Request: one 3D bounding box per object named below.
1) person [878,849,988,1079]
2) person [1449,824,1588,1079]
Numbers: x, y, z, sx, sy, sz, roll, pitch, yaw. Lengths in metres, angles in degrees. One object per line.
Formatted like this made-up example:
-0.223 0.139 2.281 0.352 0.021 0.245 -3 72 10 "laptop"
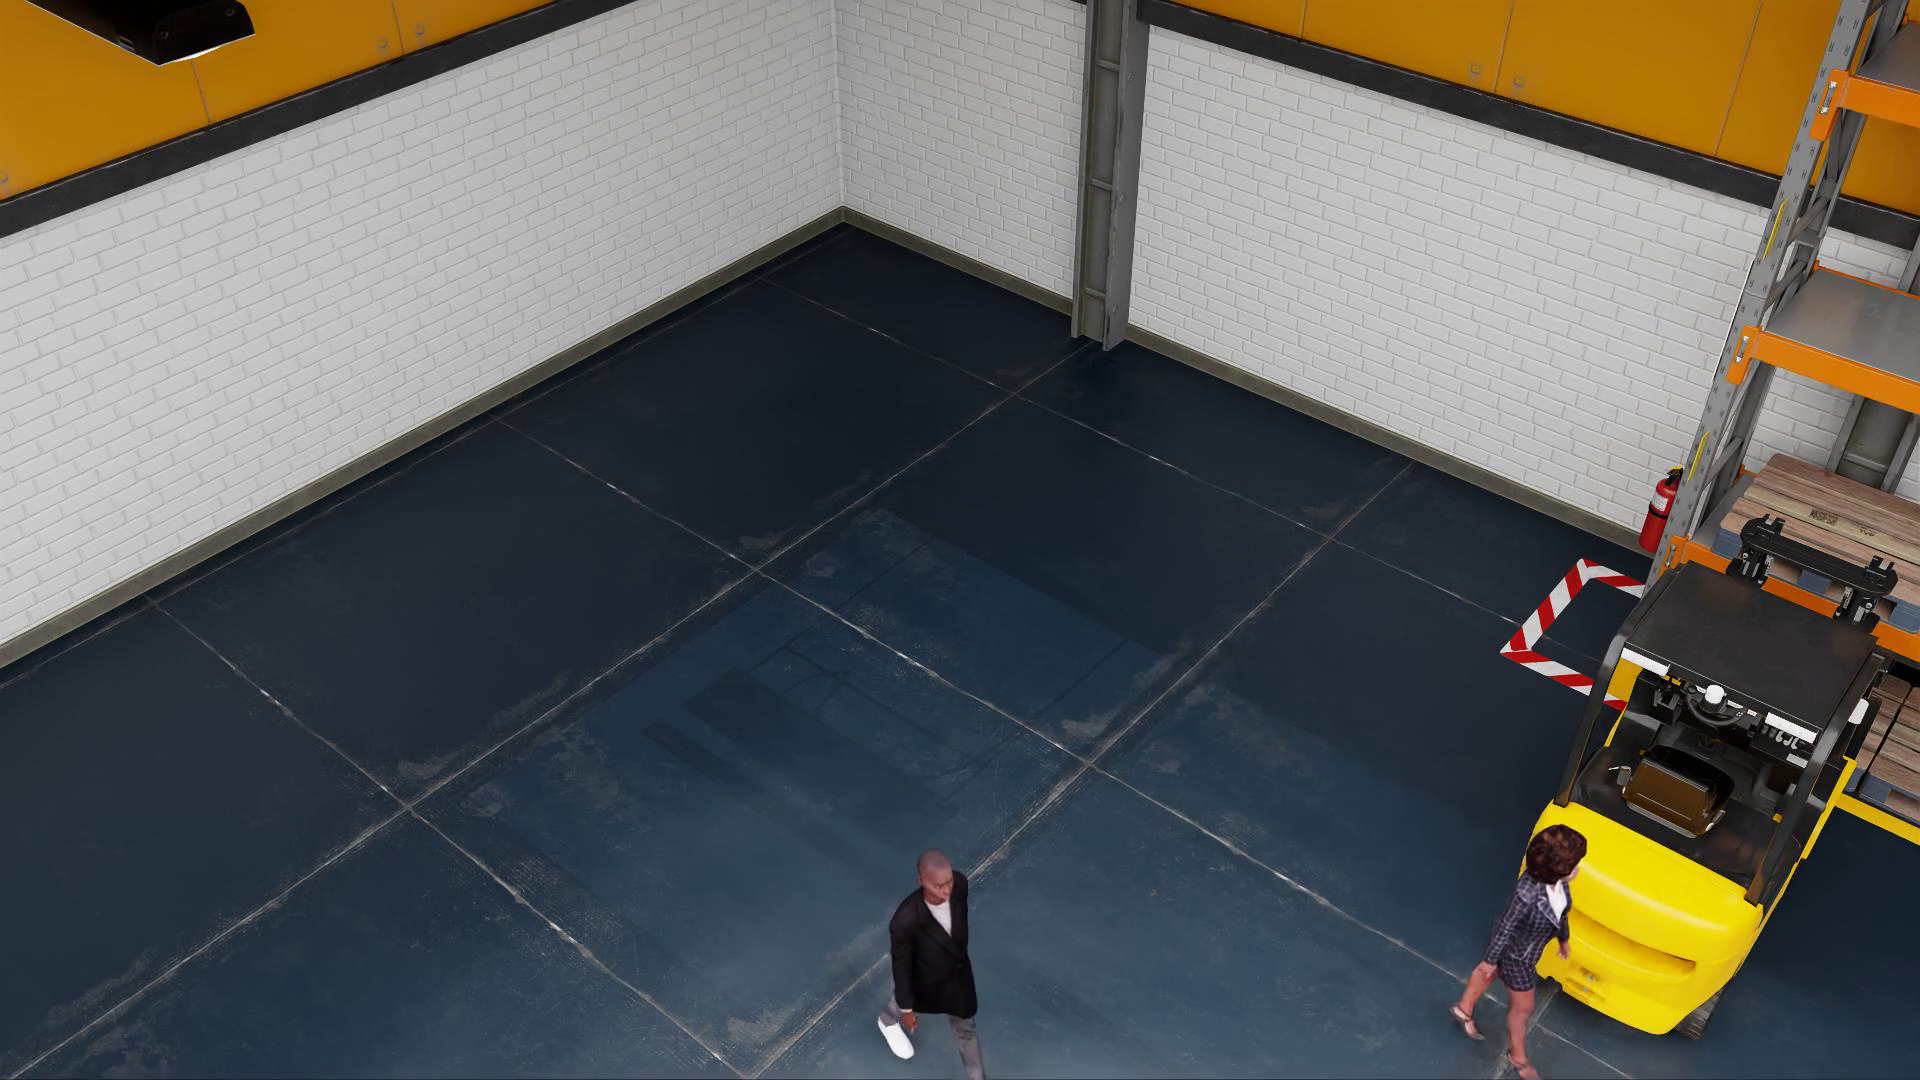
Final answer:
-0.204 2.108 8.312 0.832 1.710 1.226 -26 46 -29 "person"
2.757 2.008 8.468 0.797 1.673 0.599 27 46 30 "person"
